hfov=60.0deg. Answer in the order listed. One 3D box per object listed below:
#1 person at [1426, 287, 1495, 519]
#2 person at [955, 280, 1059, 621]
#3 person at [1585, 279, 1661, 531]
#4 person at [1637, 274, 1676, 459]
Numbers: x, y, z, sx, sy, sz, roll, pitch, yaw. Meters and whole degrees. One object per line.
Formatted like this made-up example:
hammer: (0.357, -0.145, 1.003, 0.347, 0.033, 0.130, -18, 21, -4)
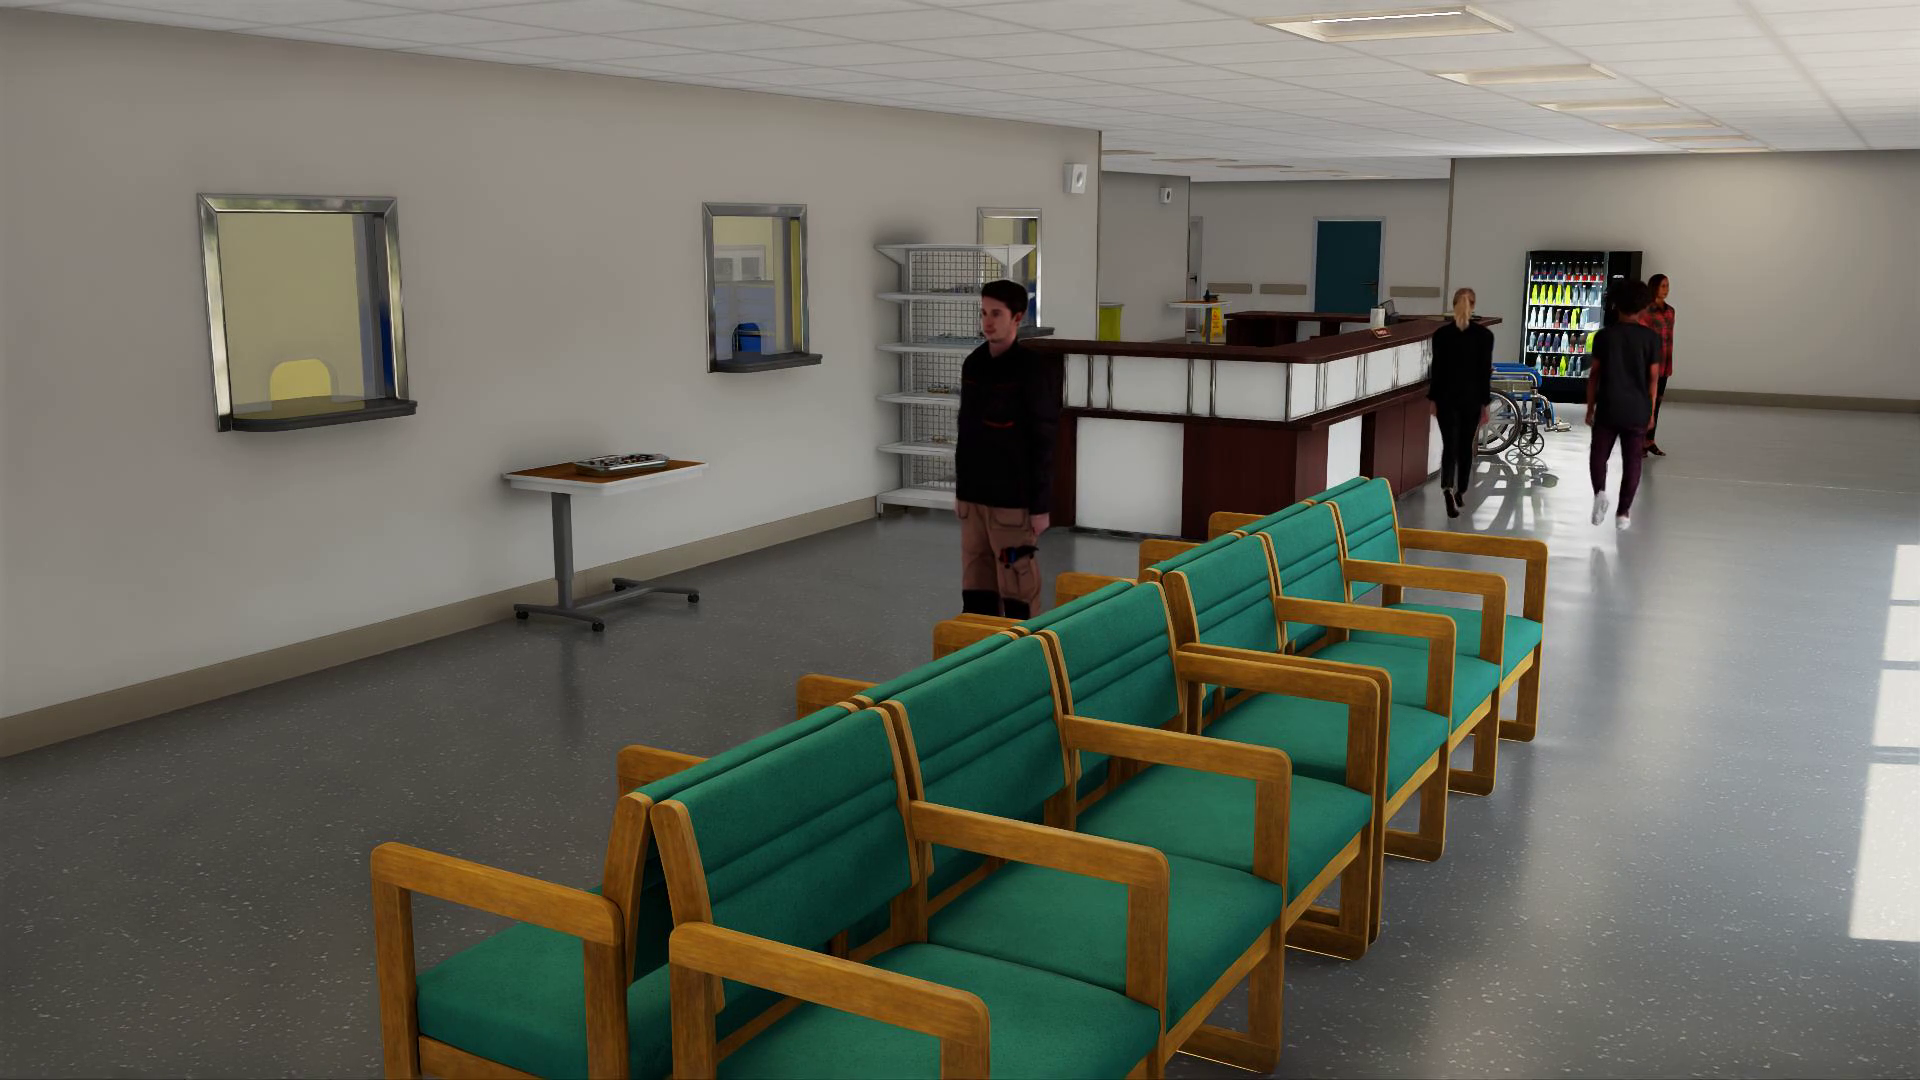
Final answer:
person: (3.592, -0.942, 12.038, 1.099, 1.658, 0.839, 4, 11, 19)
person: (0.182, -0.155, 7.170, 0.648, 1.925, 0.820, 10, 15, 44)
person: (4.658, -0.933, 11.687, 0.793, 1.771, 0.753, 4, 11, 20)
person: (6.470, -1.630, 15.541, 0.698, 1.703, 0.709, -6, 12, -30)
